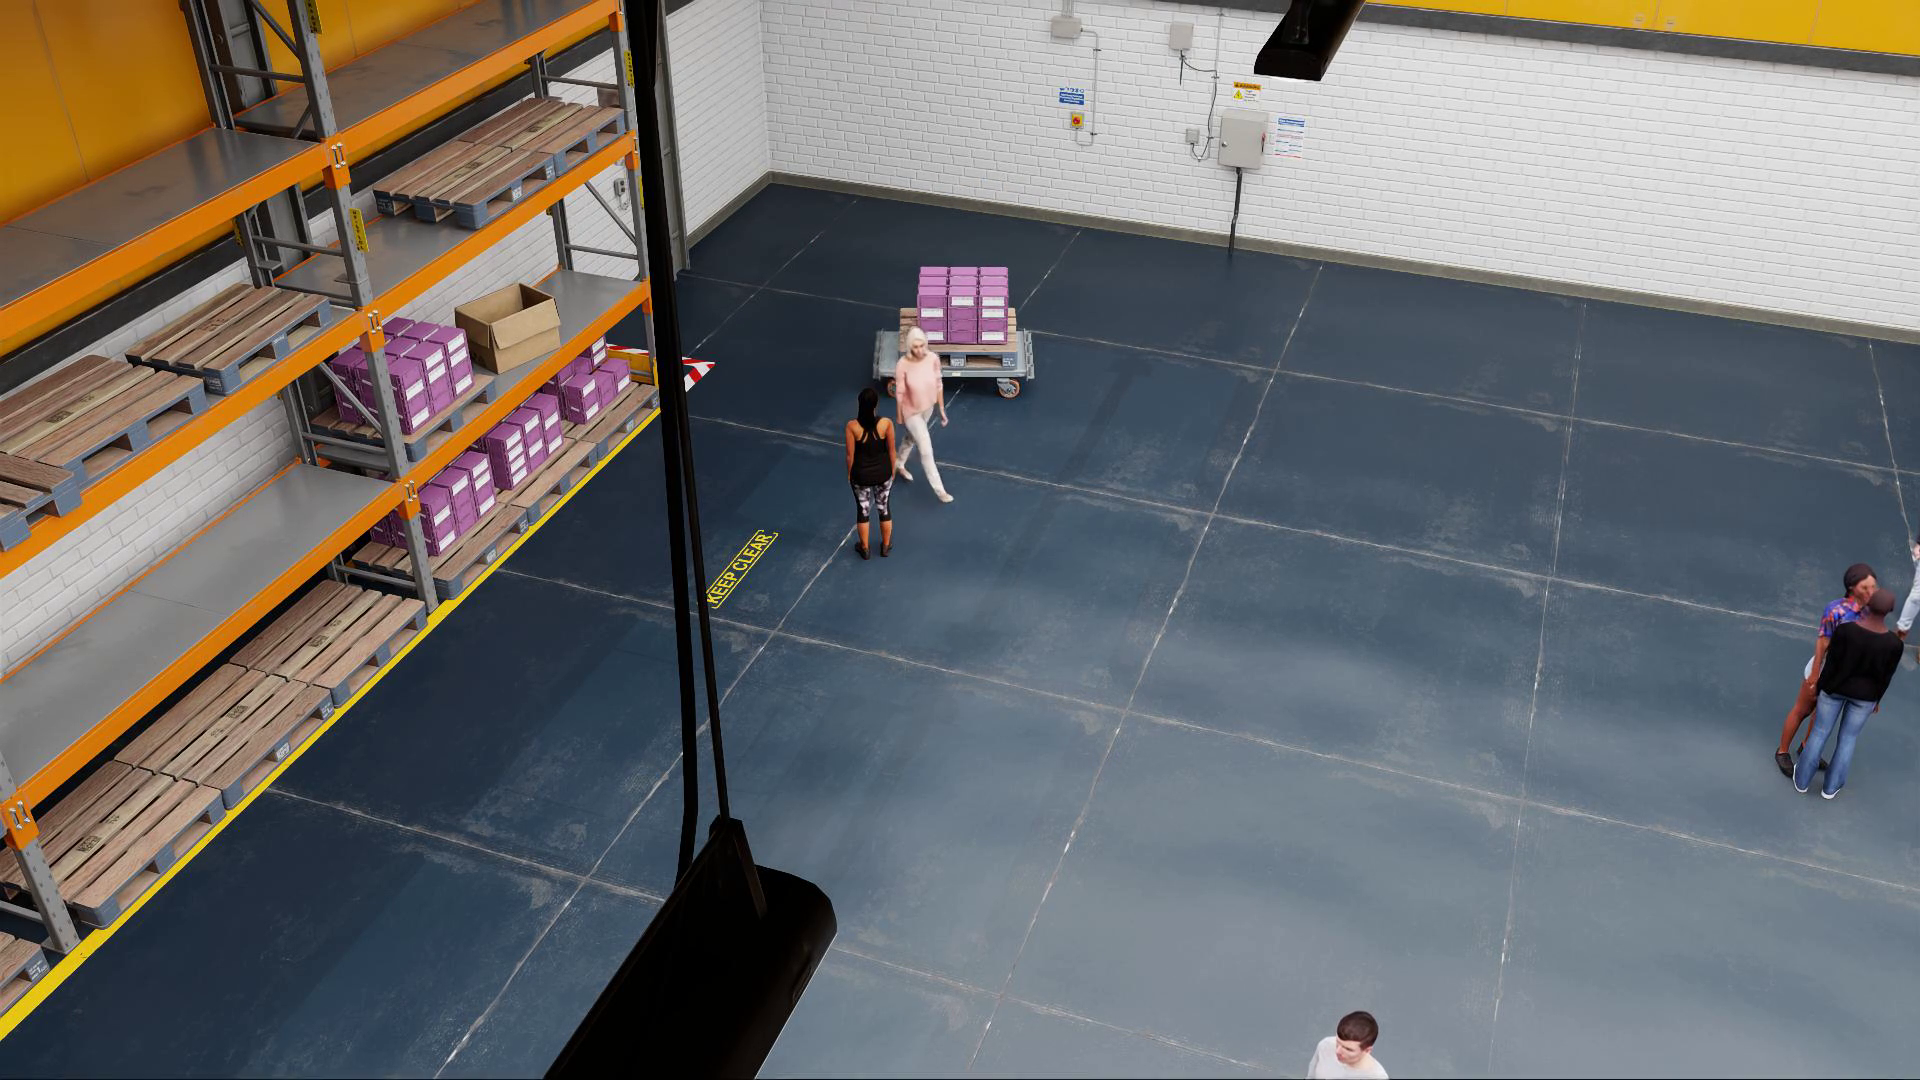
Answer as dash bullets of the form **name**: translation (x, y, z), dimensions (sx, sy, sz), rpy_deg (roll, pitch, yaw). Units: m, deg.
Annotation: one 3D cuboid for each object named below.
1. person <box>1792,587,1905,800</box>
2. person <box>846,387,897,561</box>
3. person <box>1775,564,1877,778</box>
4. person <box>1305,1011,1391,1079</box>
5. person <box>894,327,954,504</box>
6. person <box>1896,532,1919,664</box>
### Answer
- **person**: translation (6.238, 1.074, 11.667), dimensions (0.617, 1.749, 0.567), rpy_deg (16, 37, 23)
- **person**: translation (-0.759, -0.582, 14.238), dimensions (0.654, 1.661, 0.666), rpy_deg (-6, 34, -9)
- **person**: translation (6.234, 0.924, 11.906), dimensions (0.669, 1.735, 0.692), rpy_deg (-8, 34, -12)
- **person**: translation (1.936, 3.080, 8.562), dimensions (0.705, 1.847, 0.703), rpy_deg (-24, 41, -32)
- **person**: translation (-0.424, -1.201, 15.167), dimensions (1.141, 1.663, 1.050), rpy_deg (-23, 40, -30)
- **person**: translation (7.734, 0.134, 13.009), dimensions (0.692, 1.830, 0.629), rpy_deg (20, 39, 27)
